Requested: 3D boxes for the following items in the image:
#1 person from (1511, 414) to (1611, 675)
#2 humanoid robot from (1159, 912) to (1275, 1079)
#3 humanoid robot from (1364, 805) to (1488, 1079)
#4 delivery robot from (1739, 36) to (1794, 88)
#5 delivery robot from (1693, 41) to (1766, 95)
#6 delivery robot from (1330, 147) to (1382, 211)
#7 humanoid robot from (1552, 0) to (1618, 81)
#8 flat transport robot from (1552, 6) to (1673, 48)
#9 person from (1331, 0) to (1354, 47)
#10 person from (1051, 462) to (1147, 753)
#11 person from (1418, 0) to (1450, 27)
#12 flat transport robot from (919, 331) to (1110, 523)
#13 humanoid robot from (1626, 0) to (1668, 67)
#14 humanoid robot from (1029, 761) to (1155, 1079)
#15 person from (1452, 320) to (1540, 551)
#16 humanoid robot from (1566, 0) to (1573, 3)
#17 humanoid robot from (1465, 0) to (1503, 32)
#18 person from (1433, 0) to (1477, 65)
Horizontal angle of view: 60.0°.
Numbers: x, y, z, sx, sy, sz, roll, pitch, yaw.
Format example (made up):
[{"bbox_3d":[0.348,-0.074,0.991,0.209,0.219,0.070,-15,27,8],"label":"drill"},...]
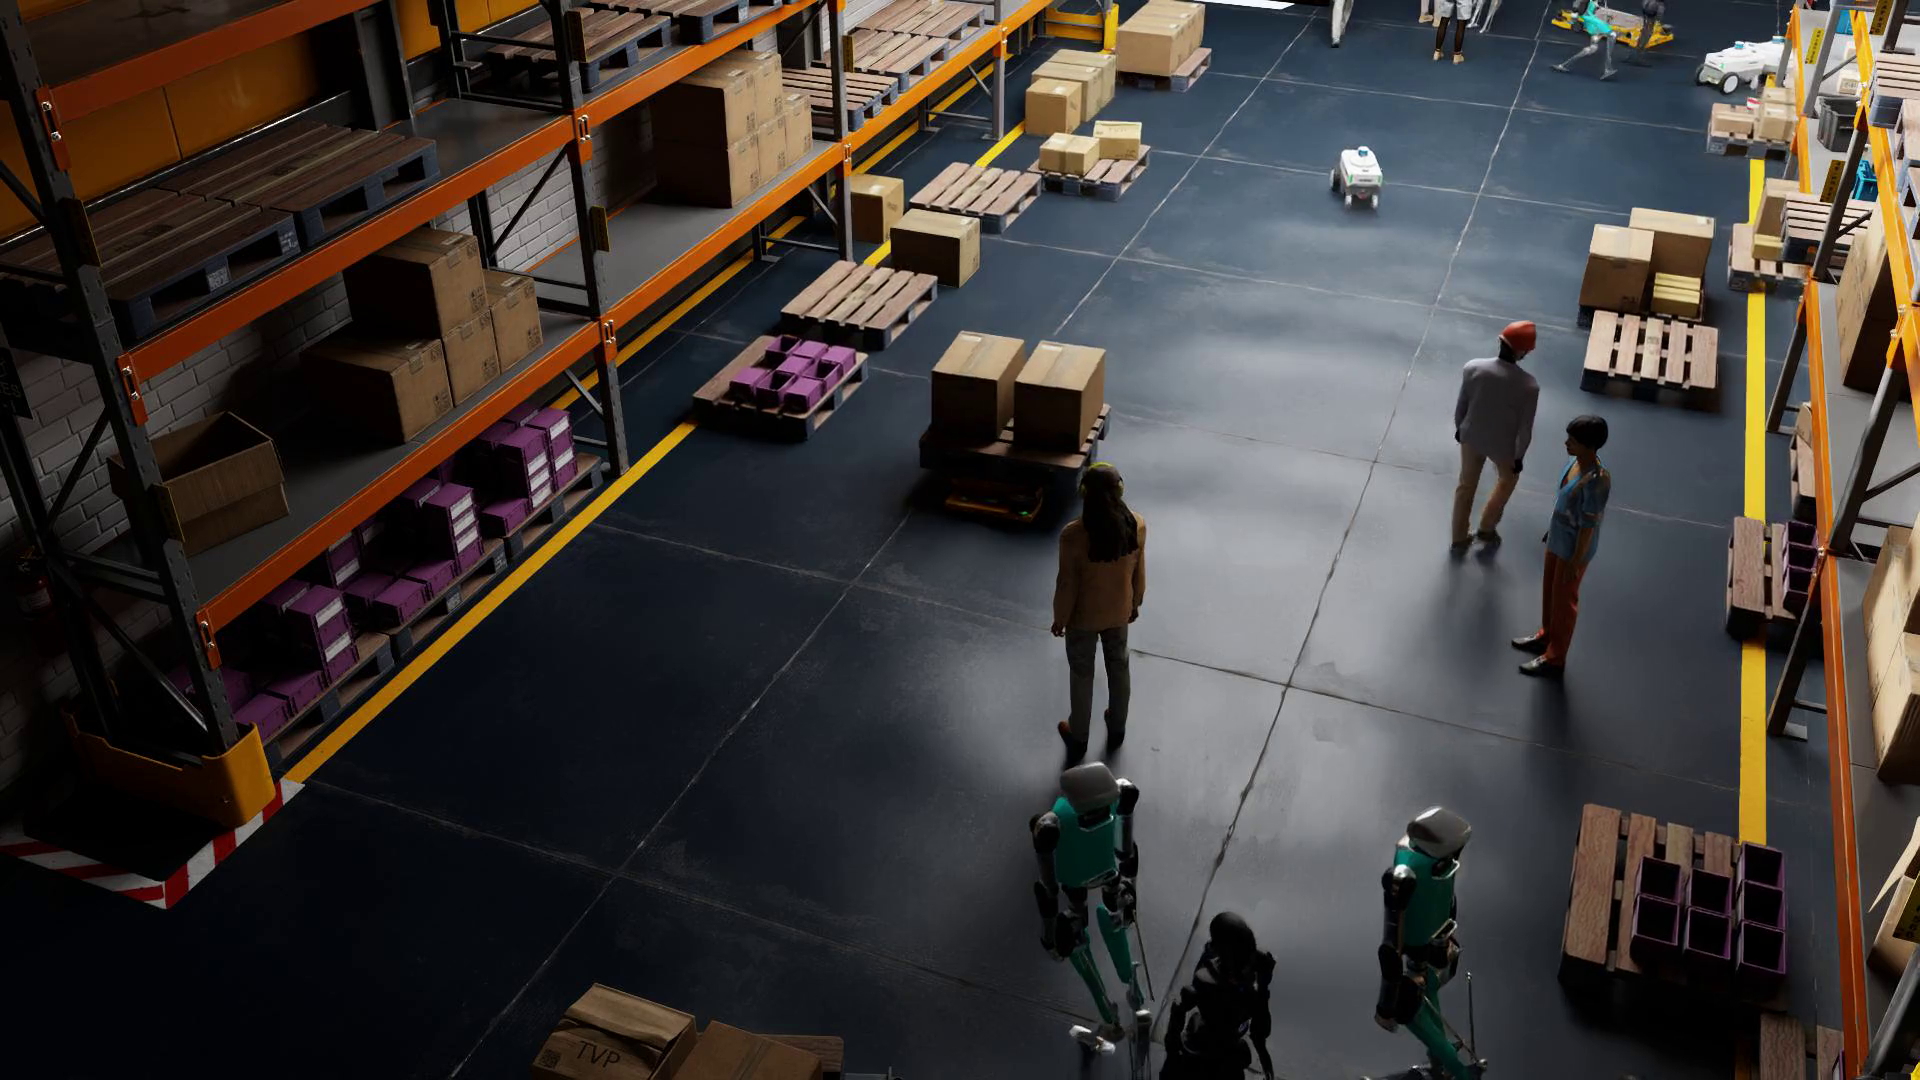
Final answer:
[{"bbox_3d":[3.709,0.027,10.179,0.335,1.759,0.495,1,33,2],"label":"person"},{"bbox_3d":[1.053,2.167,6.945,0.585,1.644,0.431,-21,38,-29],"label":"humanoid robot"},{"bbox_3d":[2.119,1.997,7.171,0.785,1.807,0.555,27,42,35],"label":"humanoid robot"},{"bbox_3d":[9.945,-5.881,20.447,0.816,0.613,0.499,16,36,23],"label":"delivery robot"},{"bbox_3d":[9.385,-5.741,20.226,0.780,0.609,0.515,-12,35,-18],"label":"delivery robot"},{"bbox_3d":[4.120,-3.751,17.151,0.499,0.614,0.803,2,33,3],"label":"delivery robot"},{"bbox_3d":[7.871,-6.476,20.295,0.543,1.768,1.005,-27,42,-35],"label":"humanoid robot"},{"bbox_3d":[8.720,-6.875,22.232,0.659,0.231,1.431,-22,39,-30],"label":"flat transport robot"},{"bbox_3d":[5.060,-7.412,21.611,0.550,1.843,1.000,6,33,9],"label":"person"},{"bbox_3d":[0.795,0.404,9.489,0.562,1.874,0.390,-12,35,-17],"label":"person"},{"bbox_3d":[6.467,-7.823,22.309,0.327,1.775,0.470,-18,37,-25],"label":"person"},{"bbox_3d":[0.420,-0.600,12.521,0.659,0.231,1.431,10,34,15],"label":"flat transport robot"},{"bbox_3d":[8.680,-6.790,20.816,0.398,1.640,0.603,4,33,6],"label":"humanoid robot"},{"bbox_3d":[0.703,1.878,7.428,0.561,1.865,0.791,-19,37,-26],"label":"humanoid robot"},{"bbox_3d":[3.643,-0.715,11.345,0.588,1.727,0.511,27,42,35],"label":"person"},{"bbox_3d":[8.635,-8.345,23.207,0.615,1.656,0.376,20,38,27],"label":"humanoid robot"},{"bbox_3d":[7.040,-7.633,22.053,0.700,1.772,0.534,-20,38,-28],"label":"humanoid robot"},{"bbox_3d":[6.253,-6.841,20.866,0.532,1.693,0.320,23,39,31],"label":"person"}]
